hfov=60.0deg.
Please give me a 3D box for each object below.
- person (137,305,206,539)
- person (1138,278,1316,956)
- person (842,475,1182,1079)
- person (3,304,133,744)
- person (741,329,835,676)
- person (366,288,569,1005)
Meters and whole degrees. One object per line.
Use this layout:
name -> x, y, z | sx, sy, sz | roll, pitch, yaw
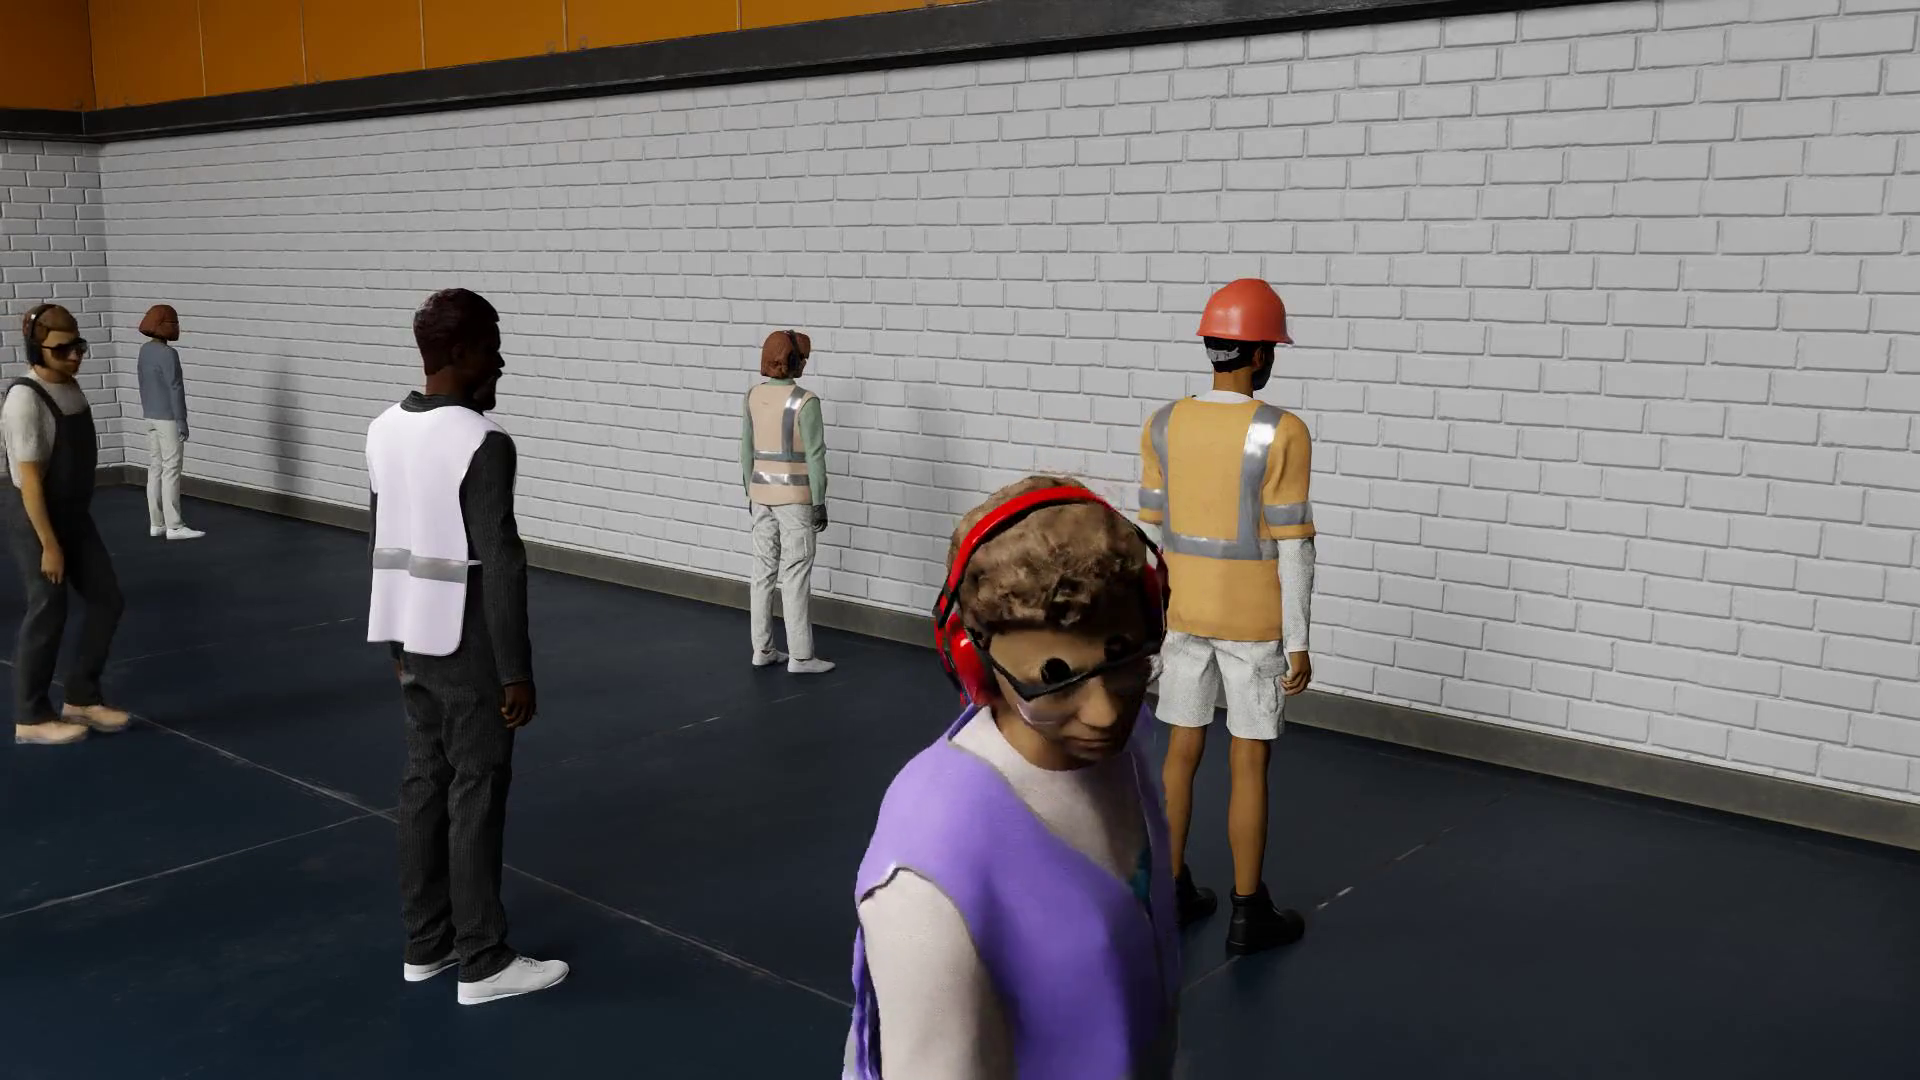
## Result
person -> -5.541, -0.823, 11.626 | 0.507, 1.631, 0.275 | 8, 13, 40
person -> 0.786, 0.220, 4.826 | 0.551, 1.935, 0.375 | 8, 13, 40
person -> 0.072, 0.795, 1.945 | 0.403, 1.808, 0.740 | 4, 11, 19
person -> -3.657, -0.037, 6.665 | 0.515, 1.802, 0.516 | 0, 10, -1
person -> -0.832, -0.175, 7.923 | 0.523, 1.638, 0.311 | 8, 13, 40
person -> -1.370, 0.290, 4.483 | 0.597, 1.915, 0.369 | 8, 13, 40
